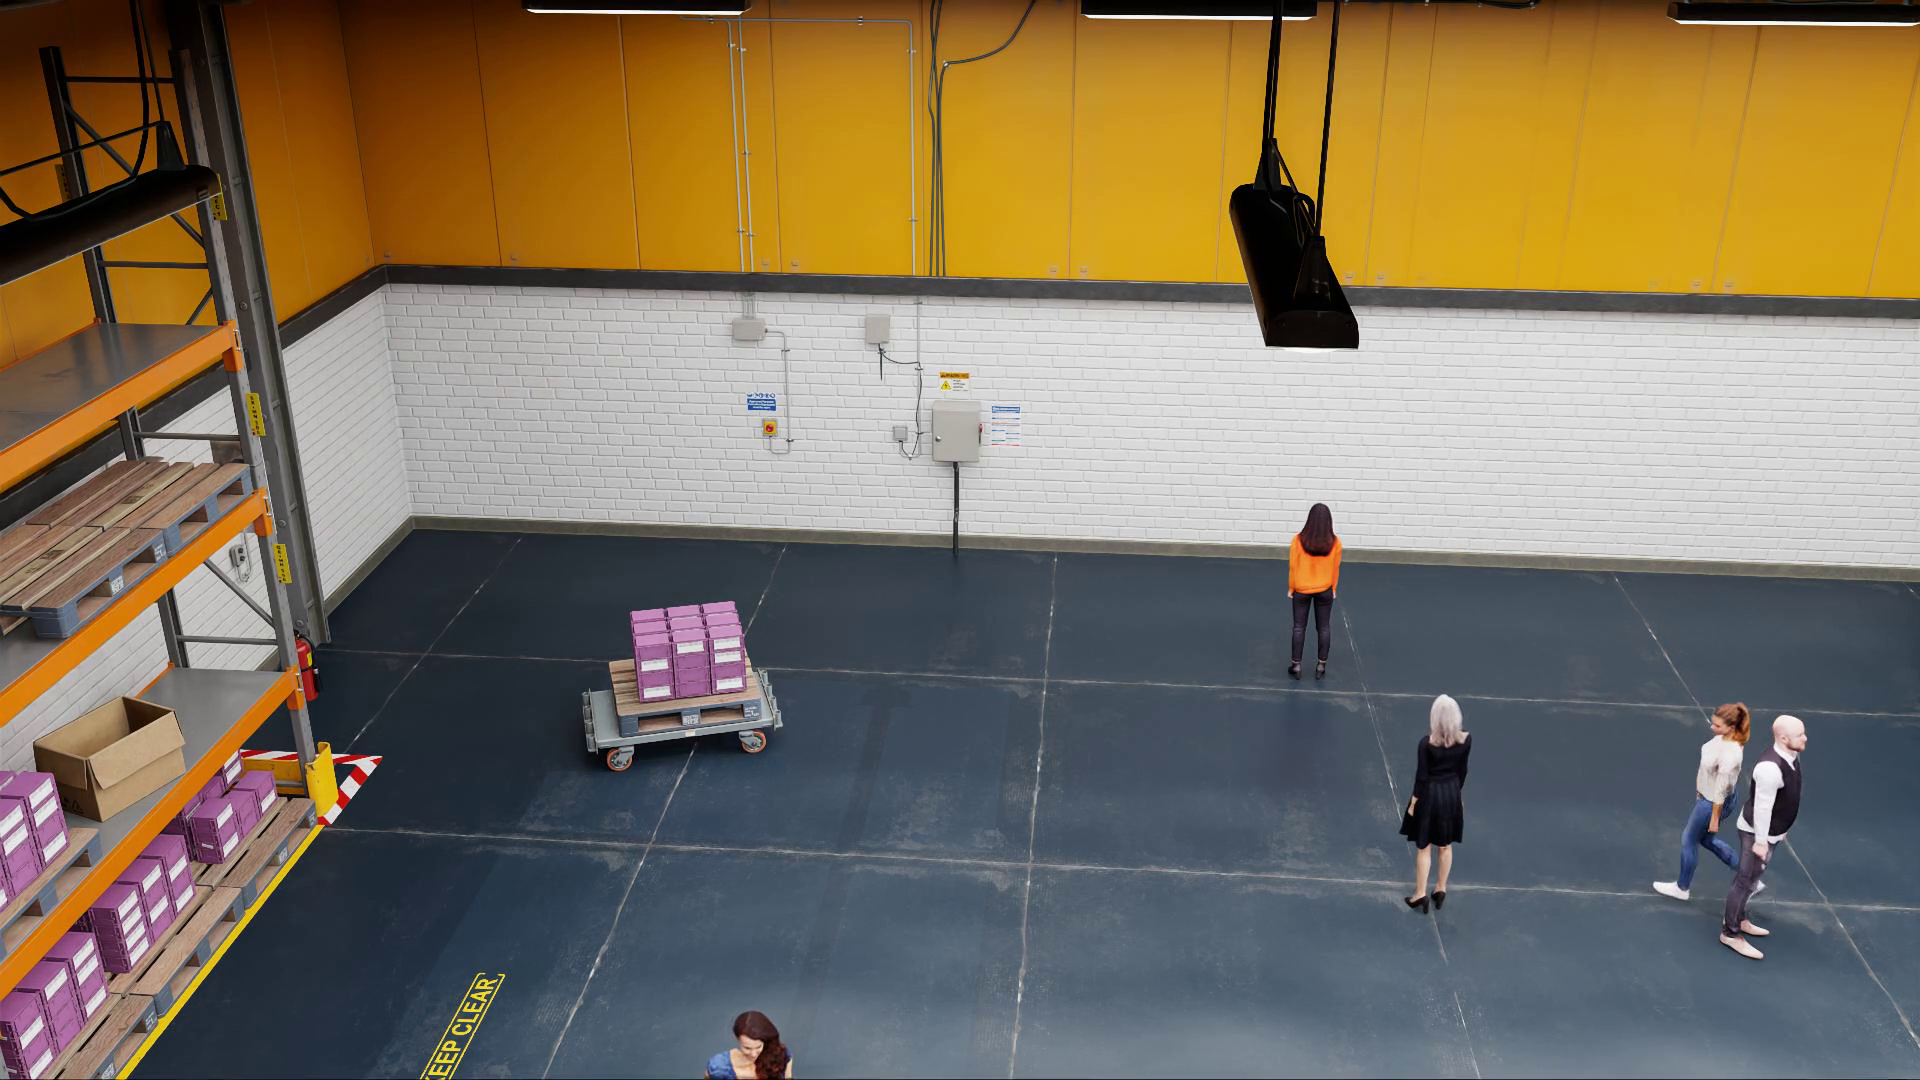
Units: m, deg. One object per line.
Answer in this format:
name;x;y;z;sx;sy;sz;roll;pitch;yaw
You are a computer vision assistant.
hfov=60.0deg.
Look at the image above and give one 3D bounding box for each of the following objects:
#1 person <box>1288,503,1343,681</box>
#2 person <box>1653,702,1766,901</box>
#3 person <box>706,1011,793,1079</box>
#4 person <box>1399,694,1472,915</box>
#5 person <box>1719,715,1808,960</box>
person;3.257;0.468;15.348;0.607;1.748;0.532;1;24;3
person;5.557;1.931;12.052;0.911;1.709;0.992;13;27;28
person;-1.102;3.257;8.895;0.758;1.807;0.755;-10;26;-22
person;3.451;1.907;12.059;0.677;1.747;0.678;-6;24;-14
person;5.633;2.038;11.665;0.846;1.822;0.732;16;28;33
